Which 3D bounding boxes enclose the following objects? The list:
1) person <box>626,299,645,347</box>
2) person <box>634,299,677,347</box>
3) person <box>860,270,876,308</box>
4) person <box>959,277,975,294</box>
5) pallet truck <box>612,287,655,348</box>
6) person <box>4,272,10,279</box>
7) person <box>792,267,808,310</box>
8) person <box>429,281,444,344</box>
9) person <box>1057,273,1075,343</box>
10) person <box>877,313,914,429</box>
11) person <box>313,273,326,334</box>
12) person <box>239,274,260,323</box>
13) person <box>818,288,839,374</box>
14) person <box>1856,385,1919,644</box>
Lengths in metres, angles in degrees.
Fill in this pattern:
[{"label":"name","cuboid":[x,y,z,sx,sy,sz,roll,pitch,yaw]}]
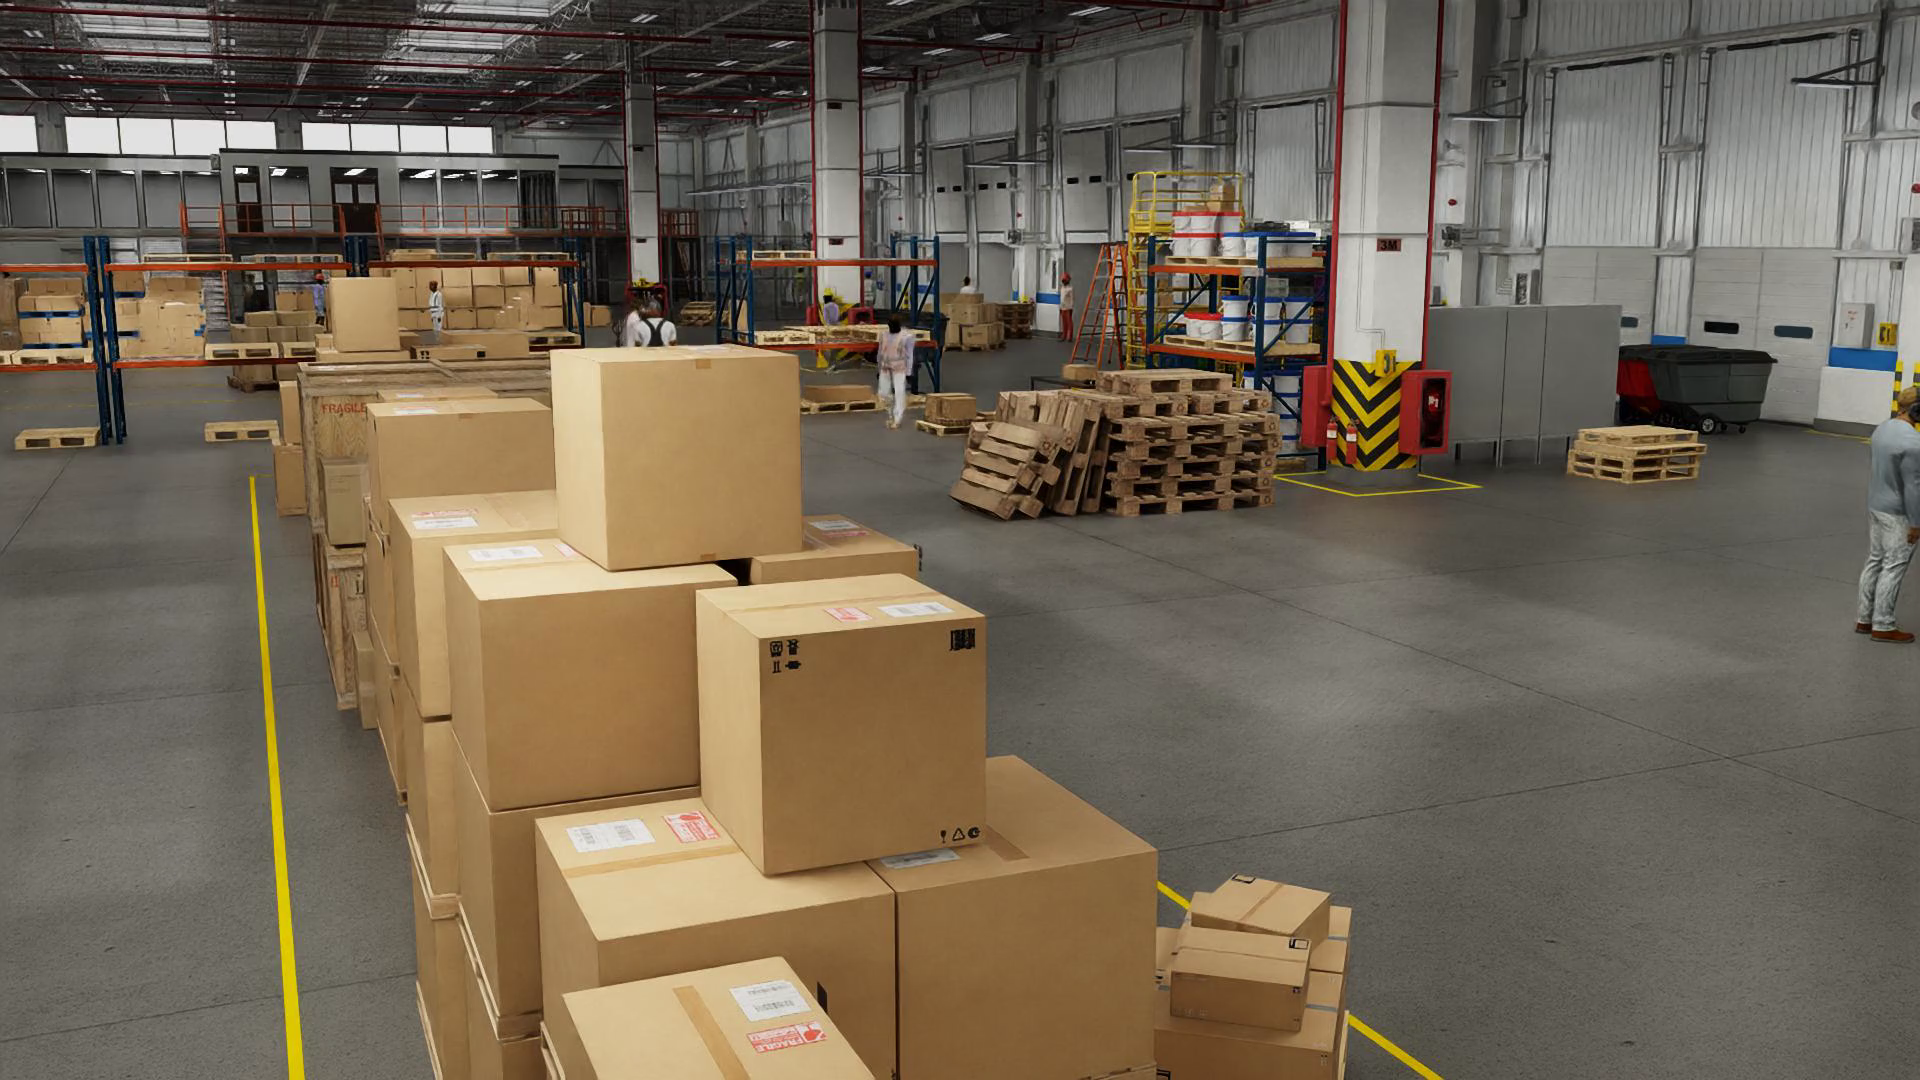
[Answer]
[{"label":"person","cuboid":[-6.026,-3.531,30.924,1.038,1.890,0.649,-2,11,-12]},{"label":"person","cuboid":[-5.044,-3.016,27.622,0.695,2.000,0.737,-2,10,-10]},{"label":"person","cuboid":[-3.162,-8.289,56.984,0.603,1.933,0.707,-1,10,-4]},{"label":"person","cuboid":[0.191,-6.971,49.958,0.643,1.847,0.416,-1,10,-8]},{"label":"pallet truck","cuboid":[-6.464,-4.406,35.401,0.823,1.965,1.885,6,12,32]},{"label":"person","cuboid":[-32.567,-8.291,57.080,0.612,1.896,0.728,-2,11,-12]},{"label":"person","cuboid":[-6.714,-10.520,69.585,0.684,1.822,0.549,1,10,8]},{"label":"person","cuboid":[-14.038,-6.014,44.614,0.350,1.878,0.568,-9,13,-40]},{"label":"person","cuboid":[3.070,-6.692,48.007,0.389,1.996,0.612,-5,12,-27]},{"label":"person","cuboid":[-1.037,-2.653,26.205,0.656,1.828,0.452,5,11,26]},{"label":"person","cuboid":[-19.450,-7.138,50.623,0.549,1.936,0.376,9,14,41]},{"label":"person","cuboid":[-23.900,-8.058,56.058,0.868,1.816,0.515,-3,11,-14]},{"label":"person","cuboid":[-2.896,-4.623,36.839,0.450,1.908,0.626,5,11,26]},{"label":"person","cuboid":[6.964,-0.190,12.371,0.380,1.929,0.634,0,10,2]}]
